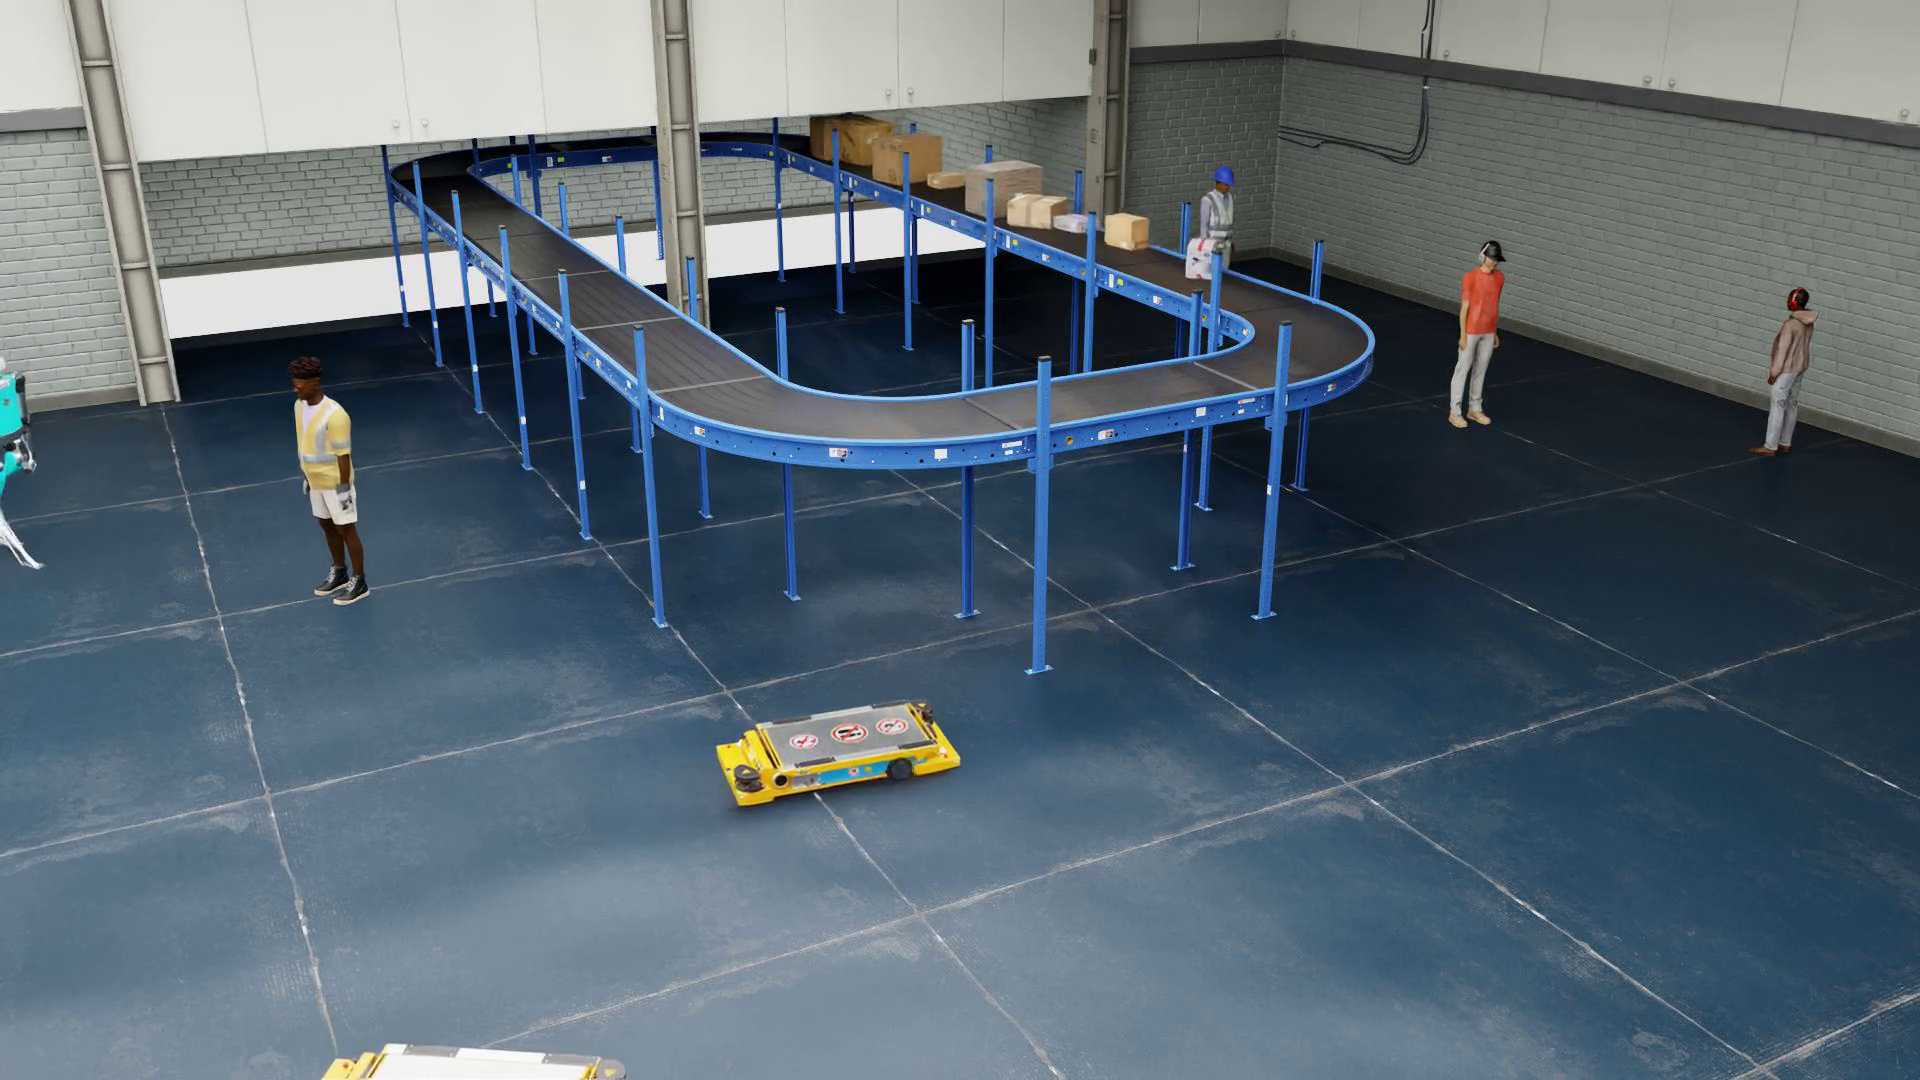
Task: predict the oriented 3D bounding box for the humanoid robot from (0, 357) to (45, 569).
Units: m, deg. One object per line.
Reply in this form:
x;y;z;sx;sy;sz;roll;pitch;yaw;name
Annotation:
-7.884;-0.640;13.537;0.858;1.792;0.545;7;23;18;humanoid robot

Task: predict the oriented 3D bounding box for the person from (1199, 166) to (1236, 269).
3.233;-3.717;20.853;0.615;1.933;0.416;-18;28;-38;person

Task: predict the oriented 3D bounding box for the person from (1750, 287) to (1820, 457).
7.989;-1.617;16.033;0.464;1.647;0.317;-15;26;-32;person

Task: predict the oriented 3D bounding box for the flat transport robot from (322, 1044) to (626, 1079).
-2.262;2.589;7.475;1.431;0.231;0.659;2;22;5;flat transport robot

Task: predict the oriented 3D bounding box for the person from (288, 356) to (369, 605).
-4.865;-0.470;12.789;0.601;1.959;0.374;17;28;36;person

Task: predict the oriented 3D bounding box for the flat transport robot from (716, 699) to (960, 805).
-0.777;1.339;10.565;1.431;0.231;0.659;-8;23;-18;flat transport robot

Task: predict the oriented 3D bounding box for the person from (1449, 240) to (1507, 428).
5.281;-2.087;16.853;0.475;1.909;0.405;-9;24;-20;person
